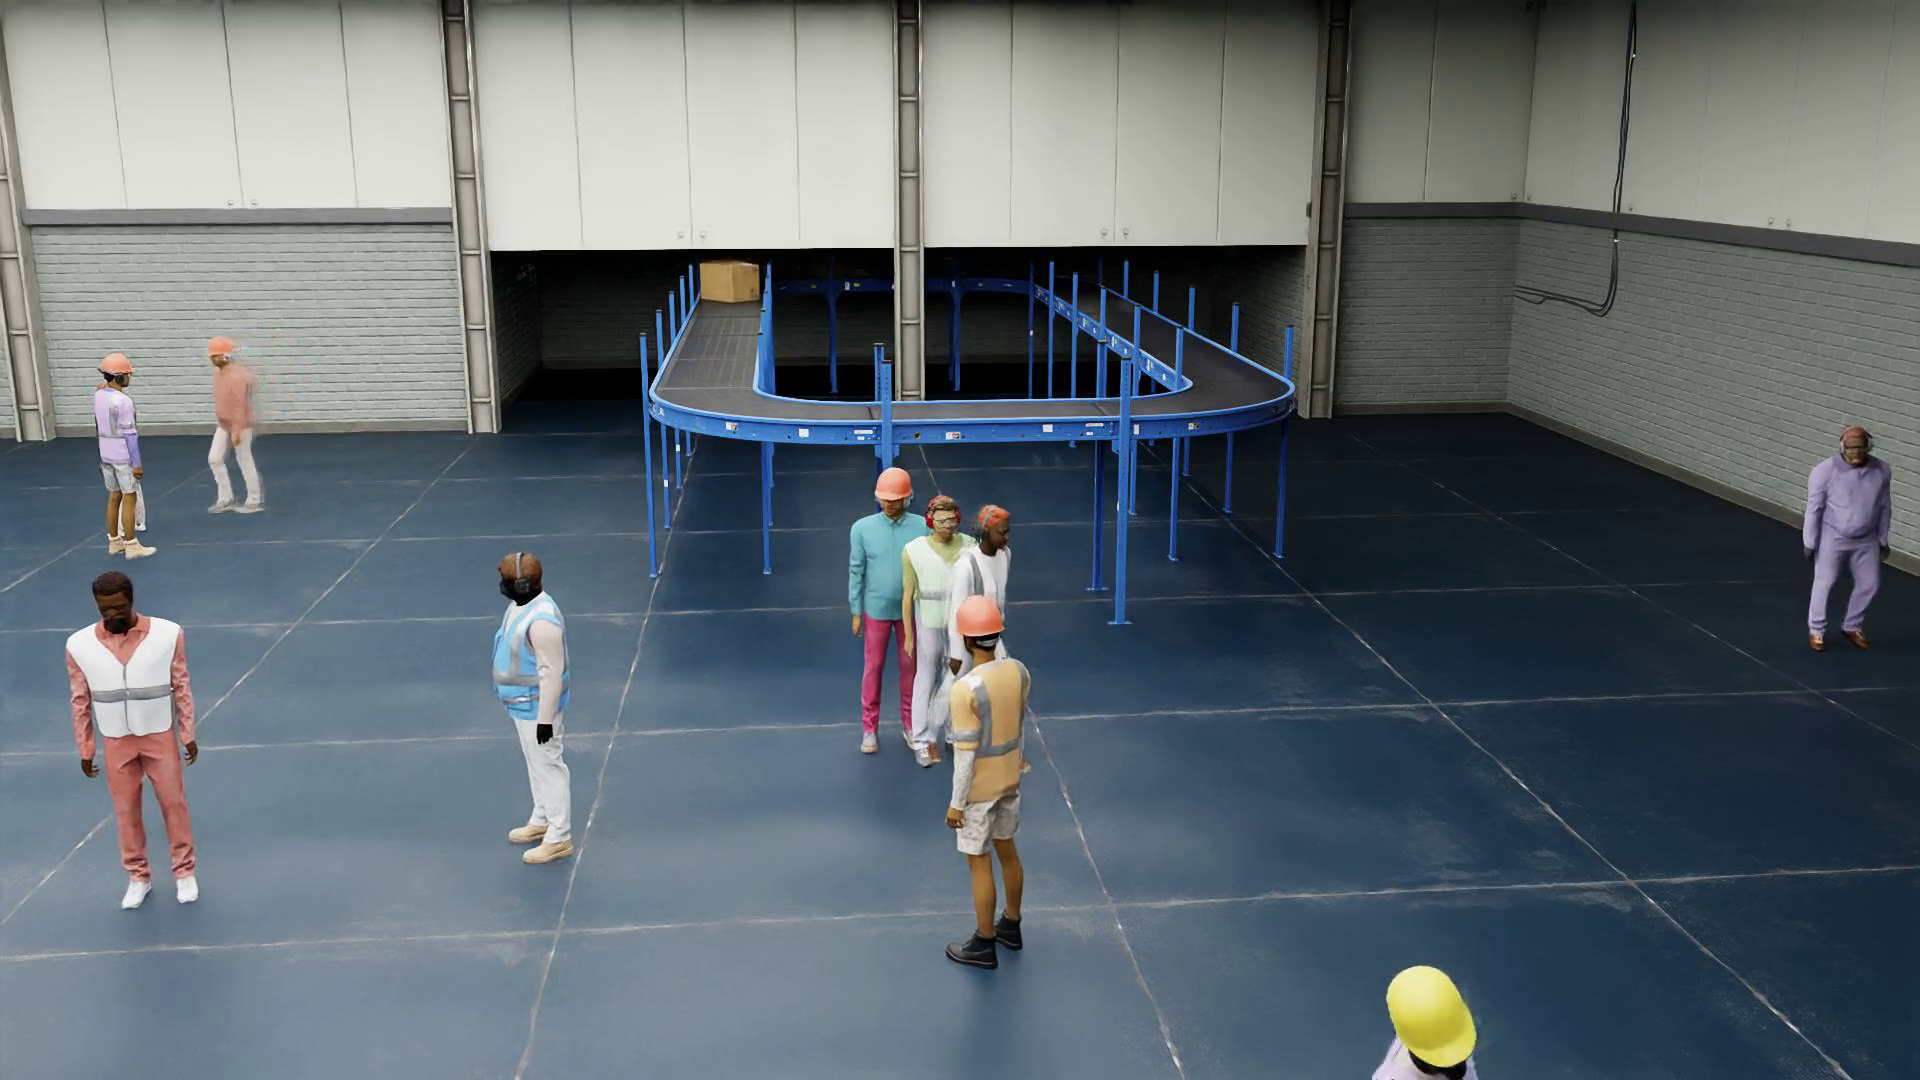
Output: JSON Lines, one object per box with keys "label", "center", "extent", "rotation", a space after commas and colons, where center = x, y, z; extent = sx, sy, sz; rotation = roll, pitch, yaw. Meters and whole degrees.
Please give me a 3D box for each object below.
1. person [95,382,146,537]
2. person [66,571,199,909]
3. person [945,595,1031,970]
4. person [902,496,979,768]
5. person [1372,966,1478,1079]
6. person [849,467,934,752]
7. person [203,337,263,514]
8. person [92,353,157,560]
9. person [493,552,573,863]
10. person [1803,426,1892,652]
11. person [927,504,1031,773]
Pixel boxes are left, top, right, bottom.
{"label": "person", "center": [-8.763, -0.842, 17.343], "extent": [0.309, 1.637, 0.514], "rotation": [3, 14, 14]}
{"label": "person", "center": [-4.514, 1.077, 9.122], "extent": [0.604, 1.906, 0.405], "rotation": [-5, 15, -19]}
{"label": "person", "center": [0.114, 1.227, 8.461], "extent": [0.375, 1.934, 0.548], "rotation": [11, 18, 38]}
{"label": "person", "center": [-0.126, 0.594, 11.173], "extent": [0.574, 1.843, 0.374], "rotation": [-7, 16, -27]}
{"label": "person", "center": [1.412, 2.104, 5.076], "extent": [0.392, 1.879, 0.699], "rotation": [10, 17, 35]}
{"label": "person", "center": [-0.446, 0.474, 11.357], "extent": [0.612, 1.991, 0.392], "rotation": [-2, 14, -10]}
{"label": "person", "center": [-8.050, -1.230, 18.225], "extent": [0.617, 1.973, 0.674], "rotation": [10, 17, 35]}
{"label": "person", "center": [-8.300, -0.832, 16.513], "extent": [0.604, 2.034, 0.419], "rotation": [10, 17, 34]}
{"label": "person", "center": [-2.492, 0.964, 9.707], "extent": [0.430, 1.840, 0.626], "rotation": [-7, 16, -25]}
{"label": "person", "center": [7.184, -0.004, 13.486], "extent": [0.669, 1.889, 0.414], "rotation": [1, 14, 3]}
{"label": "person", "center": [0.048, 0.637, 11.072], "extent": [0.840, 1.836, 0.595], "rotation": [11, 18, 37]}
